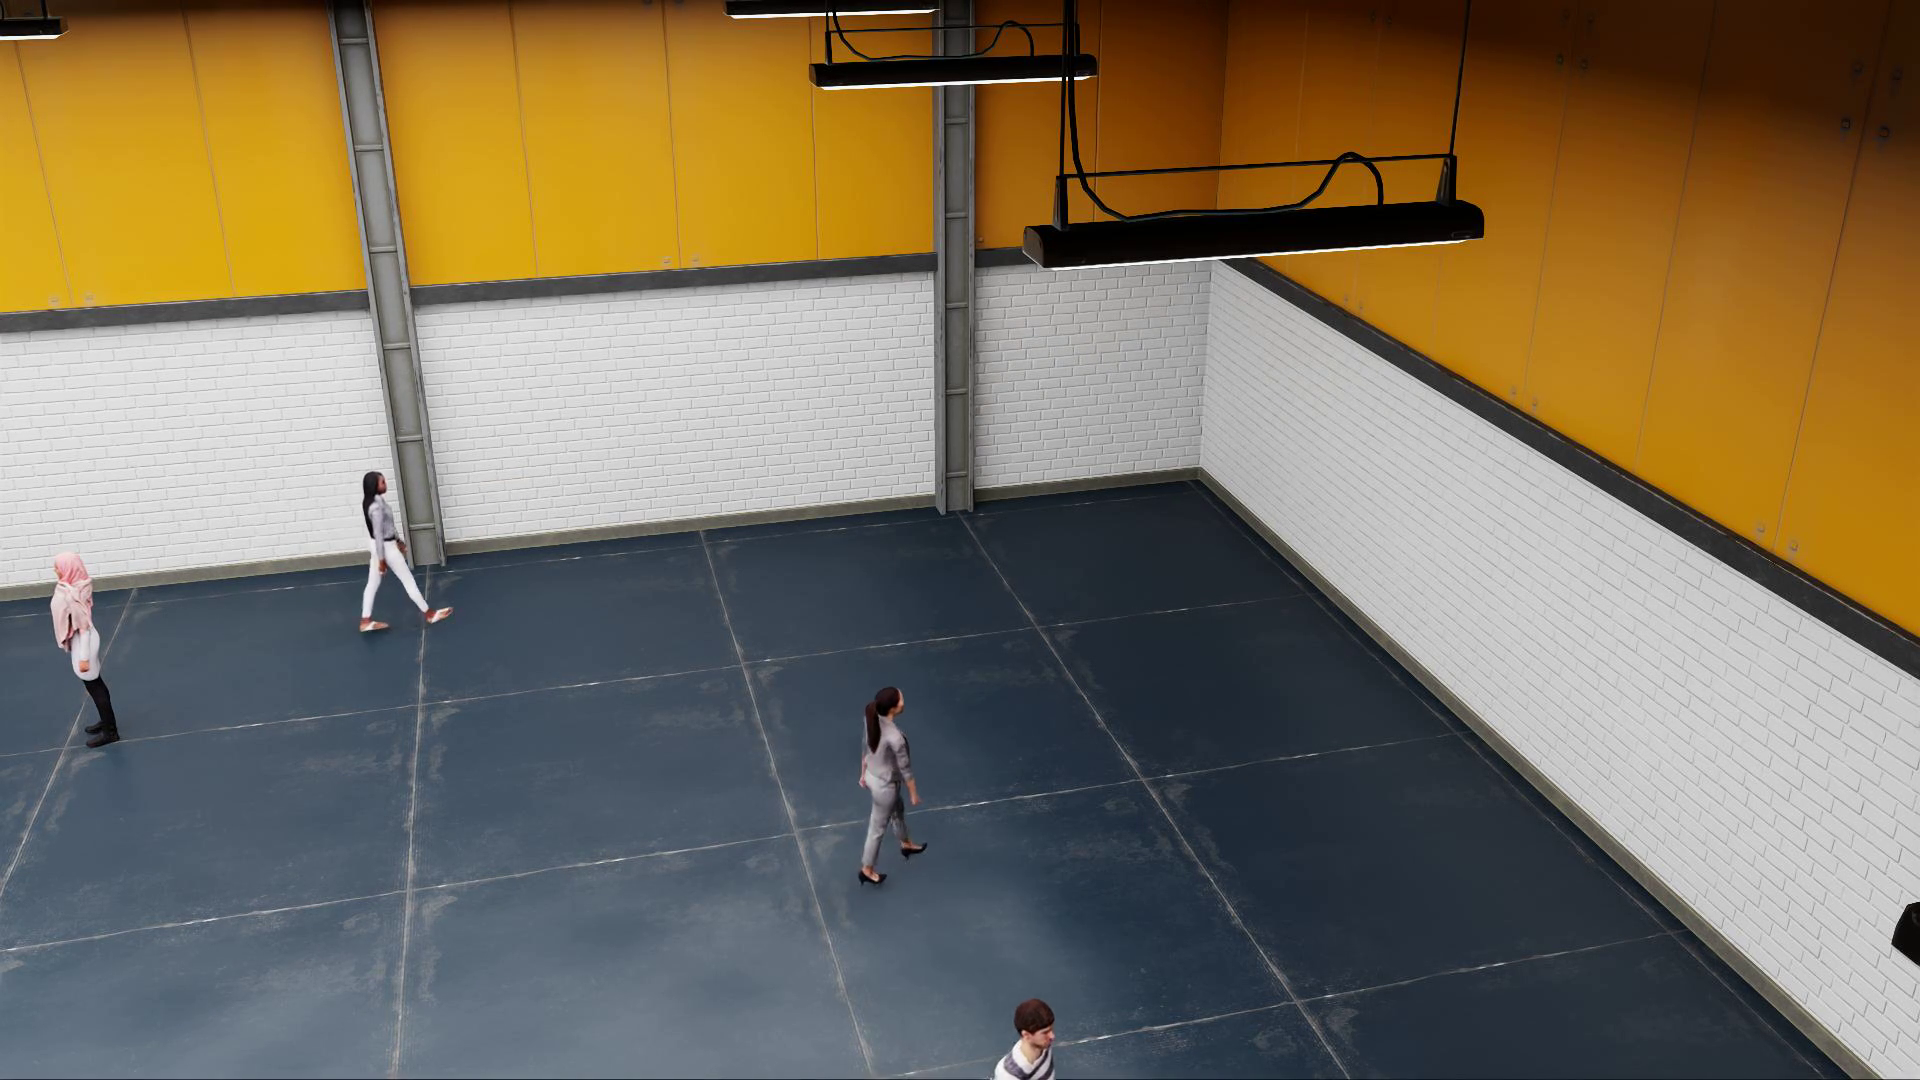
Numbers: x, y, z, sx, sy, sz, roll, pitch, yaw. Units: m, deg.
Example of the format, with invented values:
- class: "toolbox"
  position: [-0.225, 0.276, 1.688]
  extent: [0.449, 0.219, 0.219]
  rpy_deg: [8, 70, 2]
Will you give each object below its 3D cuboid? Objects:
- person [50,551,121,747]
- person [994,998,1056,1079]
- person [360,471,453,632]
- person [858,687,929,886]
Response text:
- class: "person"
  position: [-7.616, 0.931, 14.481]
  extent: [0.649, 1.804, 0.671]
  rpy_deg: [-11, 26, -23]
- class: "person"
  position: [0.258, 3.279, 9.122]
  extent: [1.213, 1.796, 1.223]
  rpy_deg: [16, 28, 32]
- class: "person"
  position: [-5.778, 0.147, 16.432]
  extent: [1.153, 1.679, 0.716]
  rpy_deg: [-10, 25, -21]
- class: "person"
  position: [-0.643, 1.887, 12.491]
  extent: [1.012, 1.647, 0.823]
  rpy_deg: [-15, 28, -30]
